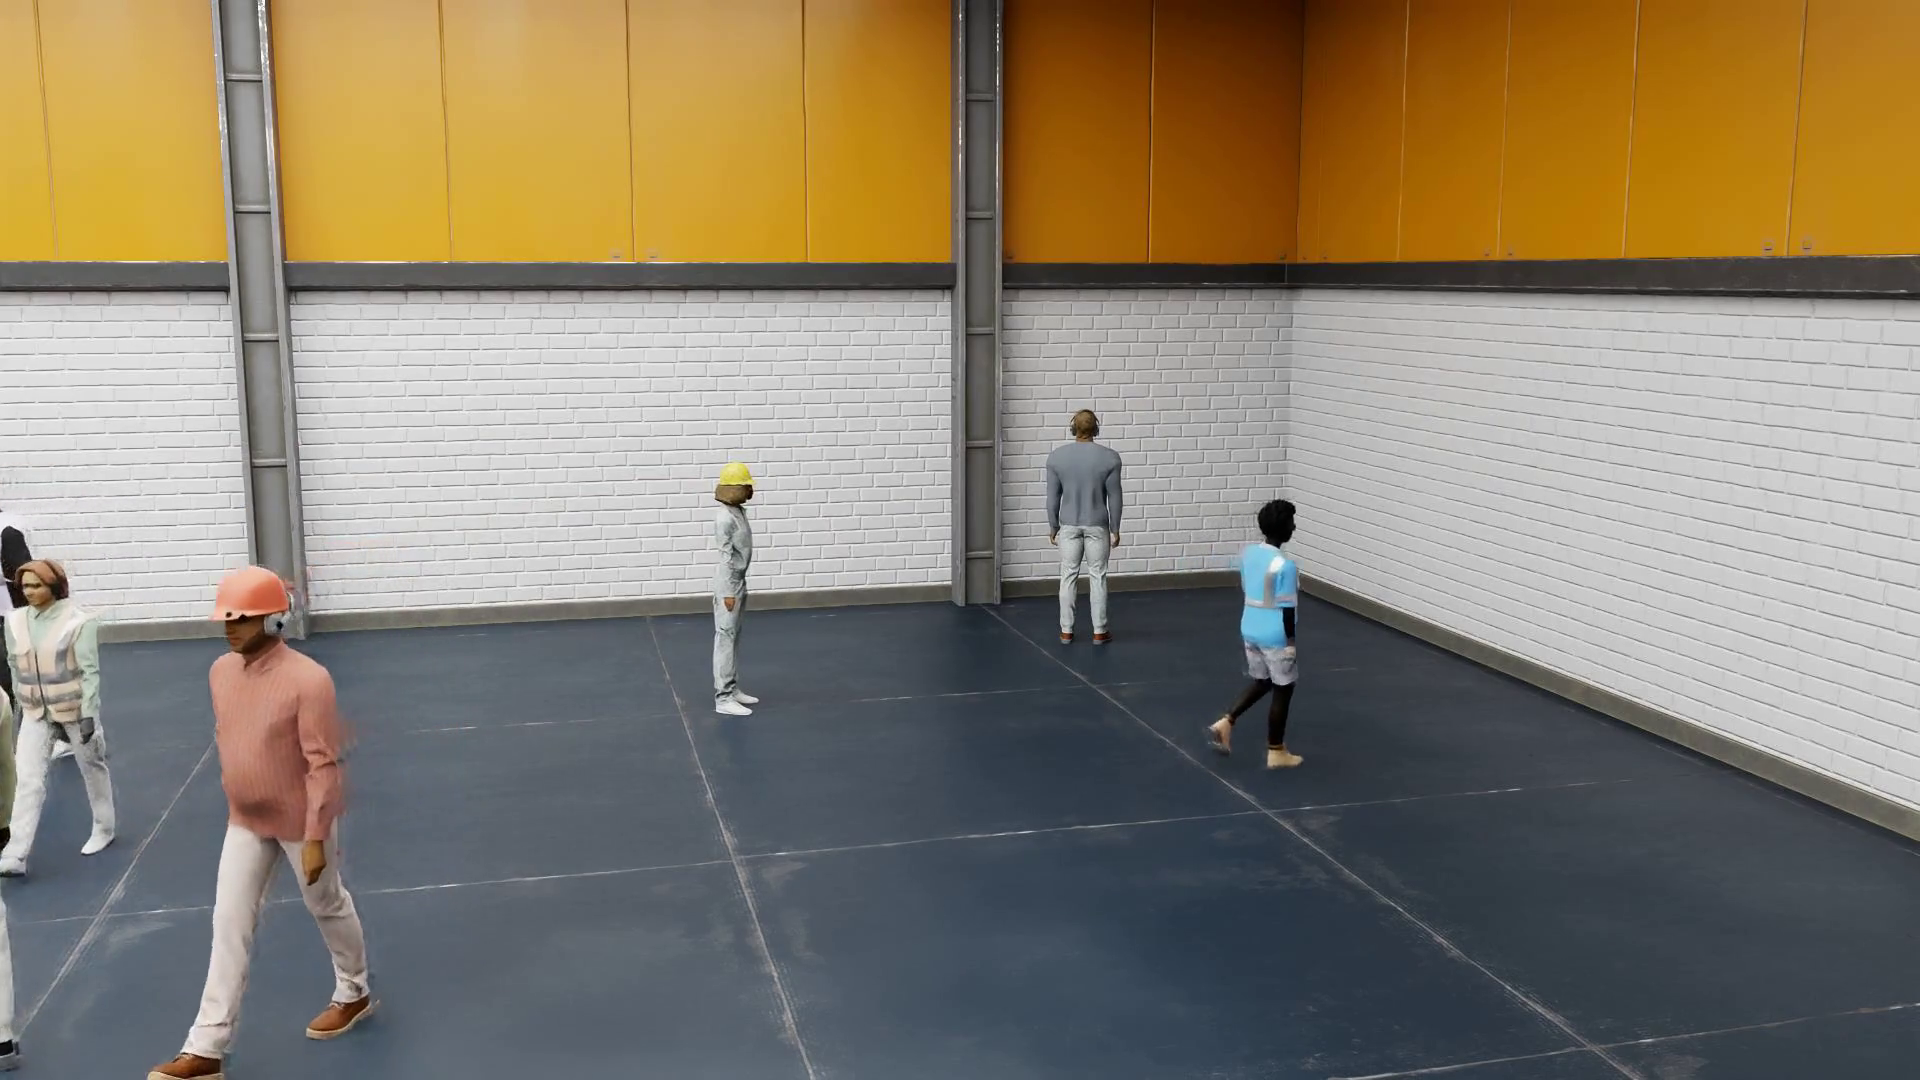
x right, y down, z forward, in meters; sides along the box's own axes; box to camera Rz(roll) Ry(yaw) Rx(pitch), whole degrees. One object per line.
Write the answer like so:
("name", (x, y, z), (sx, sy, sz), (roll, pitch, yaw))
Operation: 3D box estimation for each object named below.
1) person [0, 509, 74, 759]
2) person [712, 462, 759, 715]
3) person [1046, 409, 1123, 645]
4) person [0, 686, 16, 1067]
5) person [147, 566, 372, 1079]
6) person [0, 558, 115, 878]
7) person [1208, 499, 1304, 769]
("person", (-5.874, 0.480, 10.202), (0.882, 1.859, 0.590), (-8, 12, -41))
("person", (-1.552, 0.325, 11.535), (0.312, 1.744, 0.487), (1, 9, 4))
("person", (1.018, -0.105, 13.614), (0.630, 1.940, 0.371), (2, 9, 11))
("person", (-3.993, 1.117, 6.458), (0.928, 1.778, 0.618), (7, 11, 35))
("person", (-2.641, 1.064, 6.303), (0.642, 1.937, 1.008), (4, 10, 22))
("person", (-4.606, 0.895, 8.416), (0.543, 1.589, 0.844), (1, 9, 6))
("person", (1.840, 0.584, 10.107), (0.521, 1.677, 0.540), (-4, 10, -22))
